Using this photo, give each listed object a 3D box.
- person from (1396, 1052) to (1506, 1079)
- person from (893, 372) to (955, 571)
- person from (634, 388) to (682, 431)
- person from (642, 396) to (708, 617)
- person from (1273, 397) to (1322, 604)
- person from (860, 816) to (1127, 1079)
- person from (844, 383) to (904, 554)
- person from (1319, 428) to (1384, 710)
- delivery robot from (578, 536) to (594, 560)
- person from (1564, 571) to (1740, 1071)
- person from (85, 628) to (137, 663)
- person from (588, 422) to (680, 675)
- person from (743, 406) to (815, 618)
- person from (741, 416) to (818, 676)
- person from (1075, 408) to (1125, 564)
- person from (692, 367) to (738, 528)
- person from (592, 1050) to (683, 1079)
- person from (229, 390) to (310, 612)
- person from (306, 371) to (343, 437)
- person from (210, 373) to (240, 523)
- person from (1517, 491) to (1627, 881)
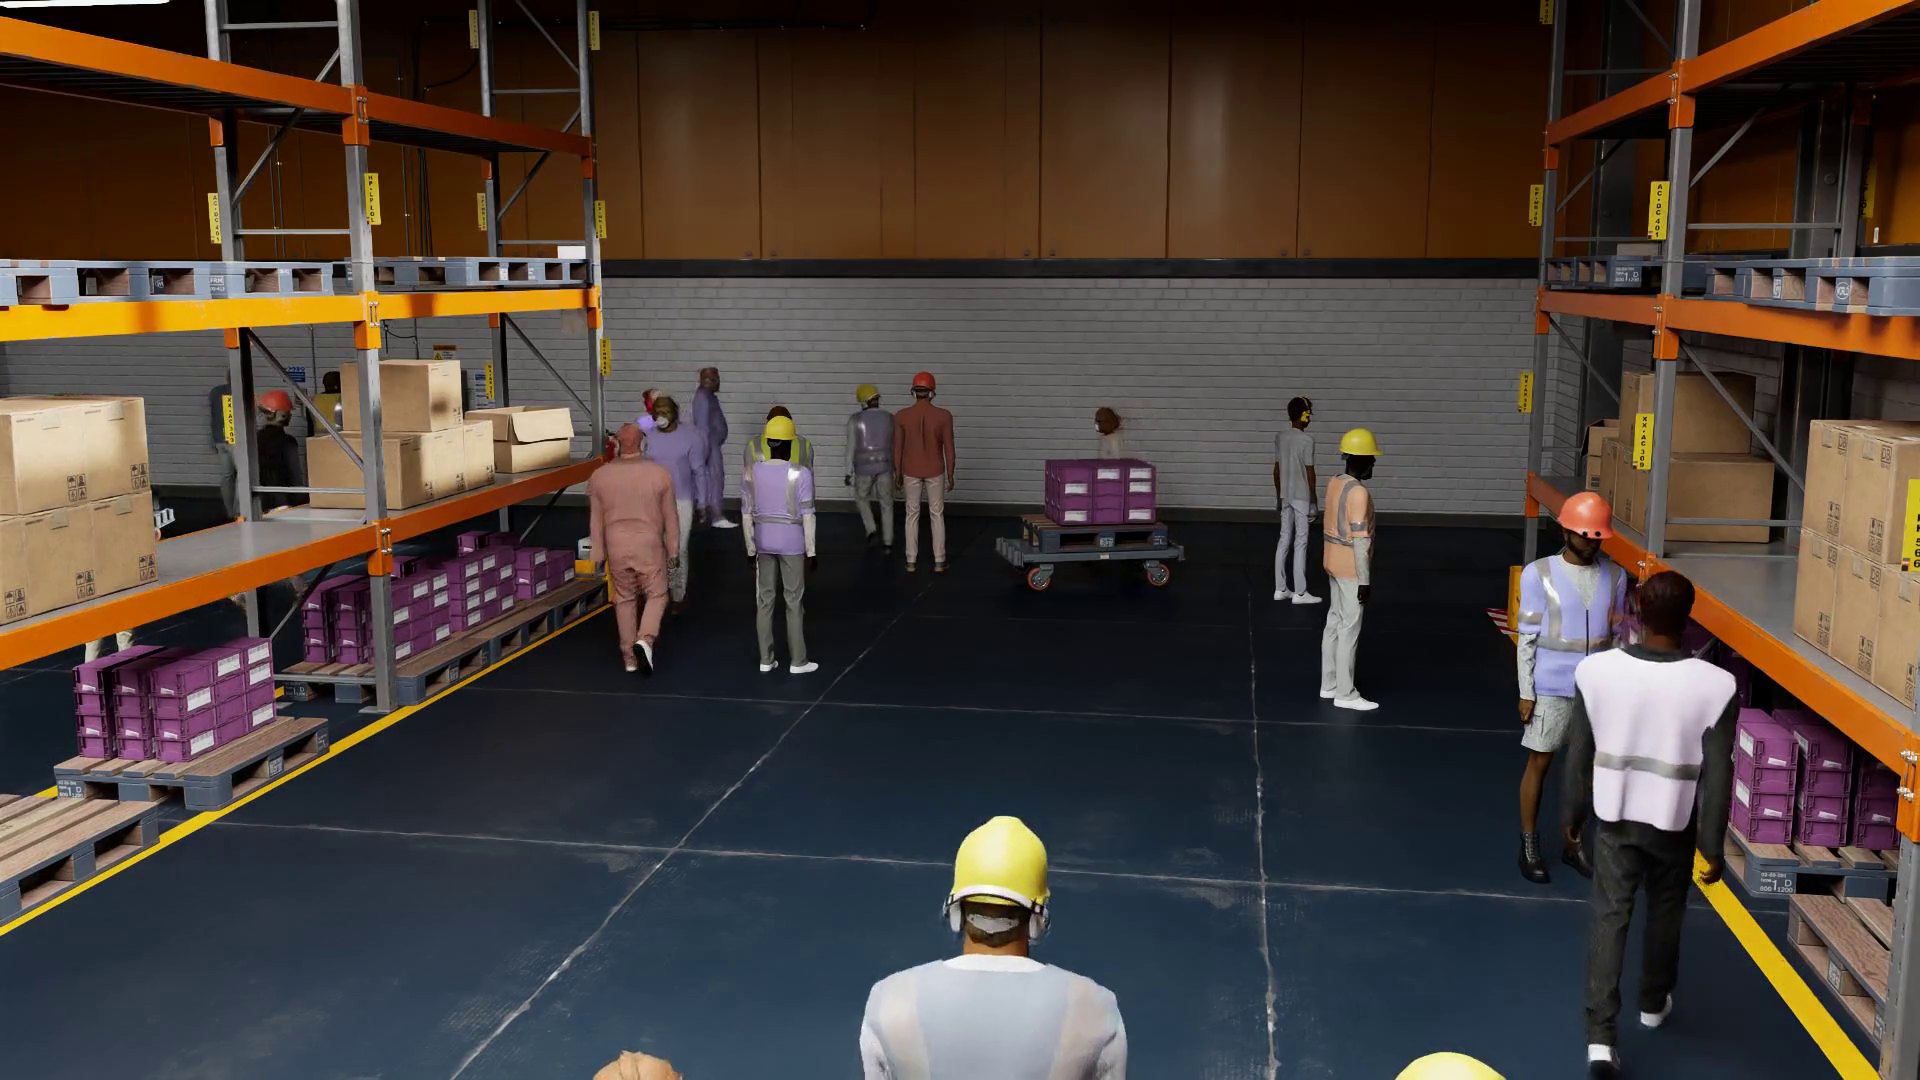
[{"bbox_3d":[0.773,1.677,2.752,0.533,1.767,0.326,-9,13,-43],"label":"person"},{"bbox_3d":[-0.356,-0.676,16.567,0.622,1.990,0.396,0,9,2],"label":"person"},{"bbox_3d":[-3.004,-0.615,16.726,0.613,1.813,0.634,9,13,44],"label":"person"},{"bbox_3d":[-2.555,-0.293,14.471,0.654,1.901,0.867,1,9,8],"label":"person"},{"bbox_3d":[3.043,-0.355,14.988,0.328,1.865,0.509,-6,11,-33],"label":"person"},{"bbox_3d":[0.075,1.518,3.643,0.599,1.801,0.561,1,9,4],"label":"person"},{"bbox_3d":[-0.903,-0.754,17.598,0.702,1.809,0.429,-3,10,-20],"label":"person"},{"bbox_3d":[2.682,0.195,11.391,0.369,1.925,0.594,-1,9,-8],"label":"person"},{"bbox_3d":[-3.430,0.048,16.232,0.477,0.478,0.707,3,9,15],"label":"delivery robot"},{"bbox_3d":[2.594,1.044,6.310,0.601,1.878,0.957,5,11,29],"label":"person"},{"bbox_3d":[-5.706,0.272,11.128,0.521,1.861,0.328,0,9,-2],"label":"person"},{"bbox_3d":[-2.387,0.084,12.188,0.664,1.892,0.629,0,9,3],"label":"person"},{"bbox_3d":[-1.551,-0.242,14.360,0.633,1.839,0.429,-3,10,-15],"label":"person"},{"bbox_3d":[-1.326,0.044,12.319,0.585,1.929,0.370,3,10,19],"label":"person"},{"bbox_3d":[1.454,-0.548,16.983,0.816,1.591,0.535,-1,9,-4],"label":"person"},{"bbox_3d":[-2.985,-1.069,19.299,0.693,1.891,0.642,-2,9,-11],"label":"person"},{"bbox_3d":[-0.576,1.700,3.008,0.498,1.636,0.281,-1,9,-5],"label":"person"},{"bbox_3d":[-5.996,-0.329,14.521,0.624,1.963,0.953,7,12,38],"label":"person"},{"bbox_3d":[-7.207,-1.032,19.232,0.627,1.840,0.429,2,10,15],"label":"person"},{"bbox_3d":[-8.492,-1.080,19.402,0.701,1.897,0.385,5,10,27],"label":"person"},{"bbox_3d":[3.001,0.717,8.159,0.543,1.933,0.363,-1,9,-8],"label":"person"}]
